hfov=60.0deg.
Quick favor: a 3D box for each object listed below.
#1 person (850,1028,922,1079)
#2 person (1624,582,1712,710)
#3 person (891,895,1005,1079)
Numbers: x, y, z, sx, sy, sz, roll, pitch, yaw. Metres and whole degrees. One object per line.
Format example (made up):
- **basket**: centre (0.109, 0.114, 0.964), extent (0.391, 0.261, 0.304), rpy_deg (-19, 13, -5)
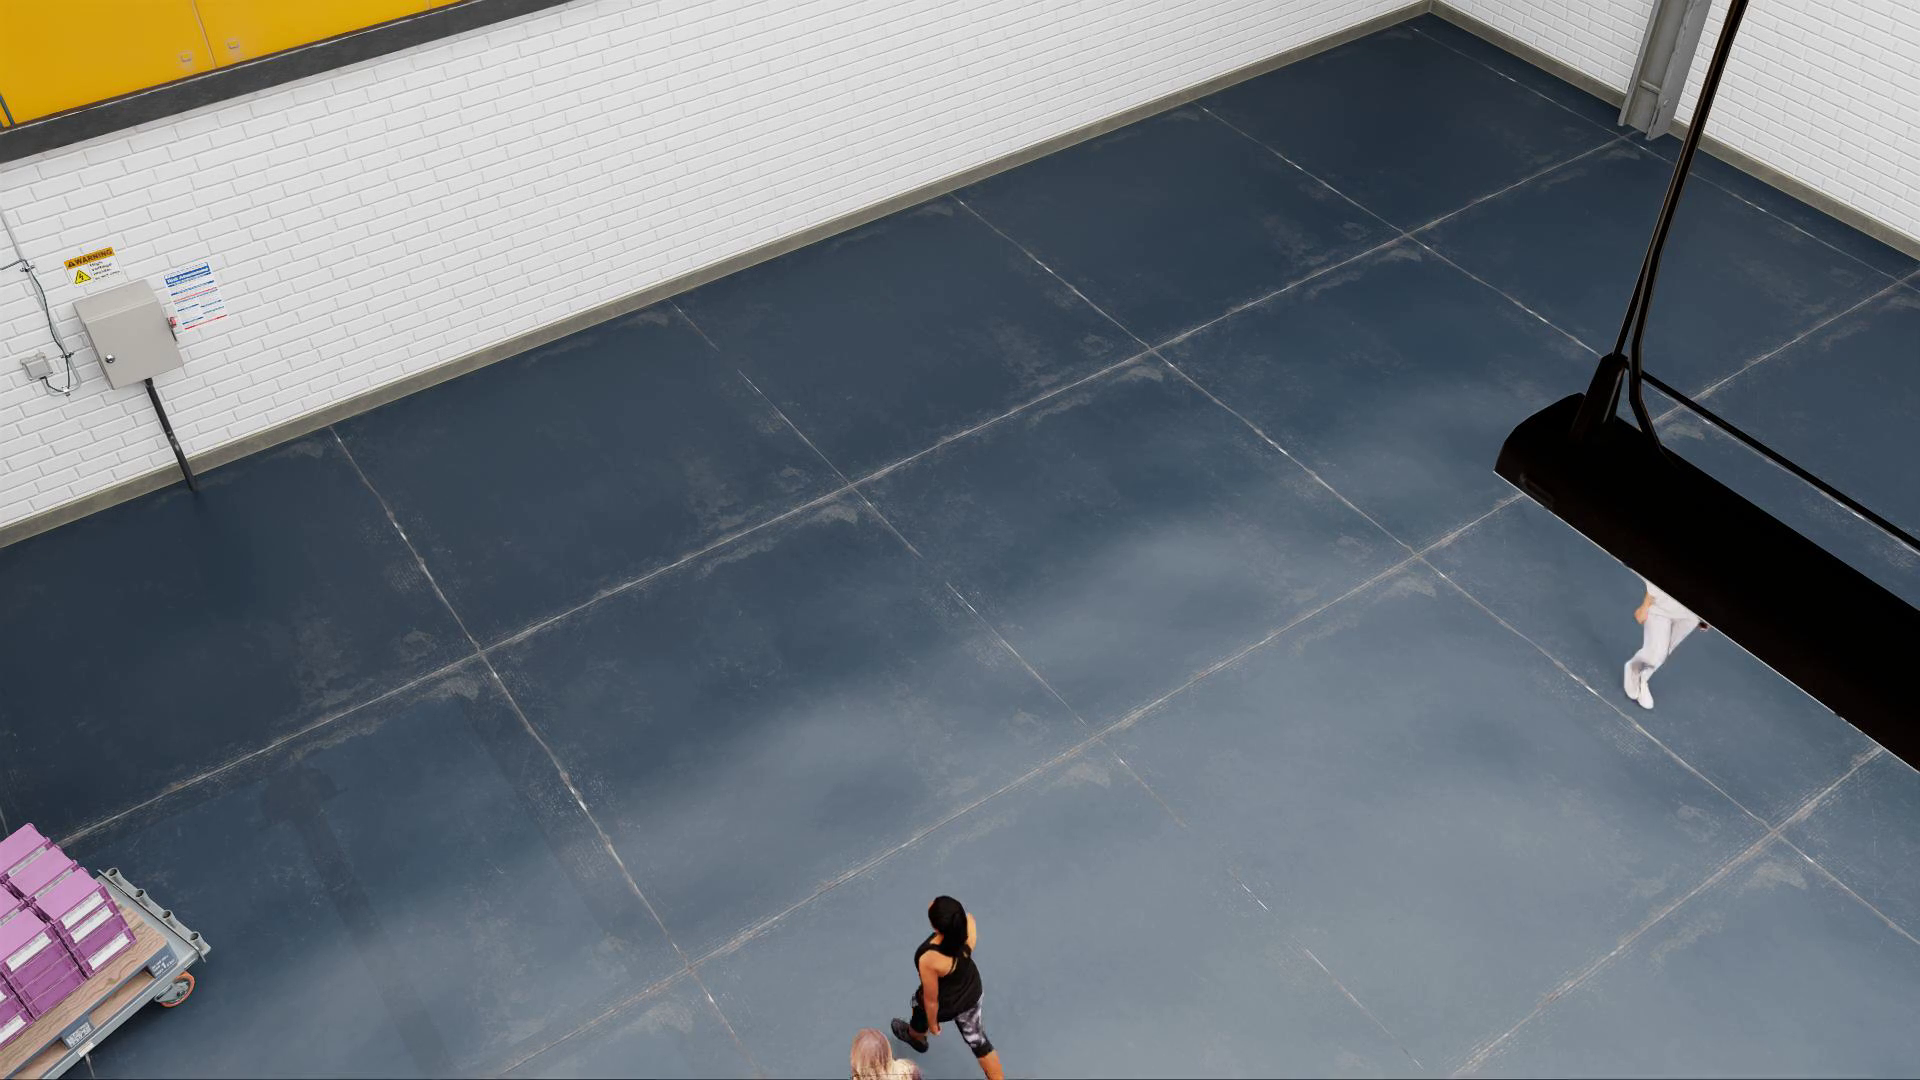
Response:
- **person**: centre (-0.331, 2.915, 7.891), extent (0.637, 1.693, 0.563), rpy_deg (-28, 50, -26)
- **person**: centre (4.518, 0.371, 10.569), extent (0.723, 1.683, 0.733), rpy_deg (-5, 44, -5)
- **person**: centre (0.015, 2.369, 8.515), extent (1.147, 1.623, 0.734), rpy_deg (33, 53, 30)
